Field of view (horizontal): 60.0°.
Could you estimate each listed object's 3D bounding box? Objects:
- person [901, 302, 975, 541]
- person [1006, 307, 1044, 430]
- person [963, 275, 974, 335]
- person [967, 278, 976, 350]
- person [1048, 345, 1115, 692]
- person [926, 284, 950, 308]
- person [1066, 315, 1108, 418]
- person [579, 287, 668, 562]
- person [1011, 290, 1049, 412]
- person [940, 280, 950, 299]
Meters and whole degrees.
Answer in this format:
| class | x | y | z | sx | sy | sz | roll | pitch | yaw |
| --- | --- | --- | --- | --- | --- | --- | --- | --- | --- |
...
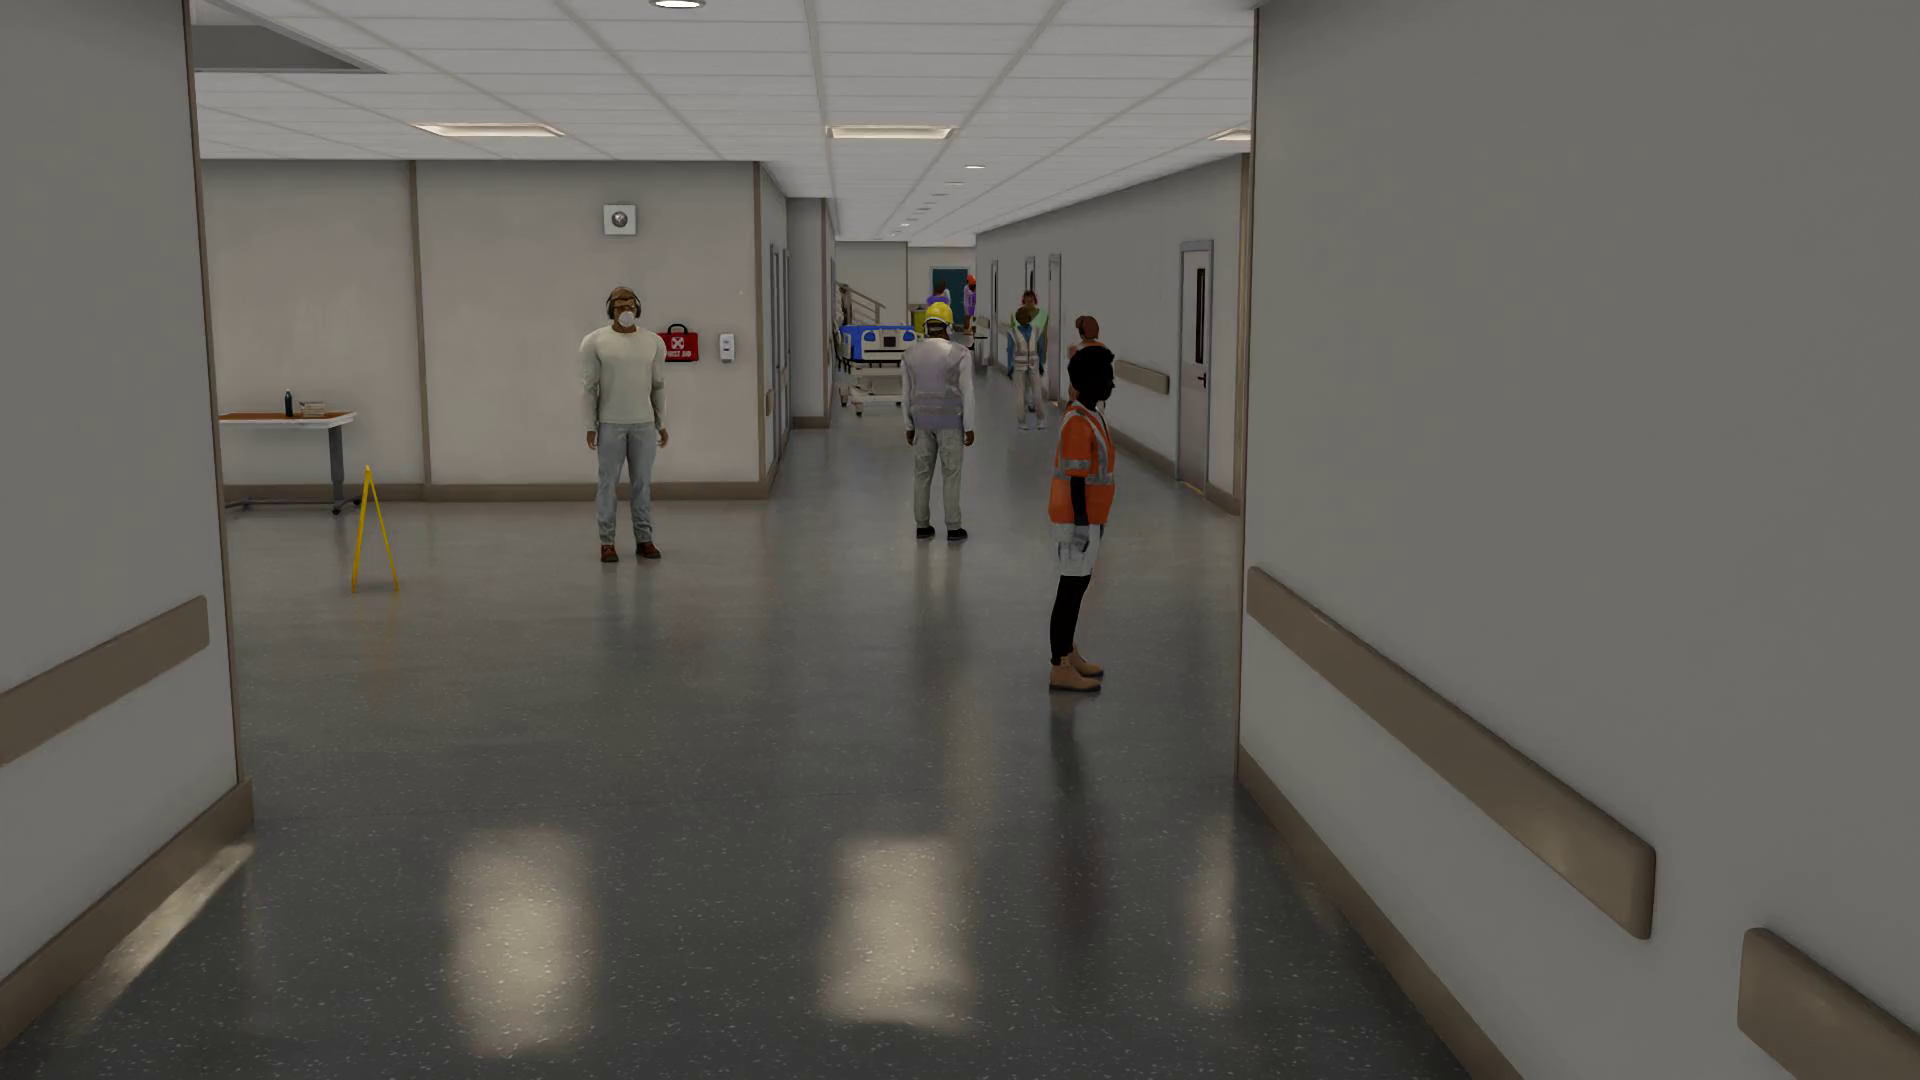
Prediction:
| class | x | y | z | sx | sy | sz | roll | pitch | yaw |
| --- | --- | --- | --- | --- | --- | --- | --- | --- | --- |
| person | -0.158 | -0.901 | 12.710 | 0.590 | 1.824 | 0.403 | 4 | 10 | 23 |
| person | 0.848 | -2.231 | 21.700 | 0.547 | 1.608 | 0.427 | -2 | 9 | -15 |
| person | 0.325 | -7.923 | 56.094 | 0.393 | 2.041 | 0.614 | -2 | 9 | -14 |
| person | 0.351 | -6.104 | 44.999 | 0.361 | 1.935 | 0.553 | -1 | 9 | -6 |
| person | 0.596 | -0.106 | 8.140 | 0.322 | 1.689 | 0.536 | 2 | 9 | 10 |
| person | -0.523 | -5.112 | 39.130 | 0.574 | 1.826 | 0.754 | 0 | 9 | 1 |
| person | 1.225 | -1.332 | 15.977 | 0.525 | 1.639 | 0.307 | -8 | 12 | -43 |
| person | -2.367 | -0.816 | 11.806 | 0.628 | 1.940 | 0.373 | -5 | 10 | -28 |
| person | 1.027 | -2.812 | 24.748 | 0.571 | 1.815 | 0.544 | 0 | 9 | -1 |
| person | -0.512 | -7.287 | 52.603 | 0.360 | 1.883 | 0.574 | -4 | 10 | -25 |
